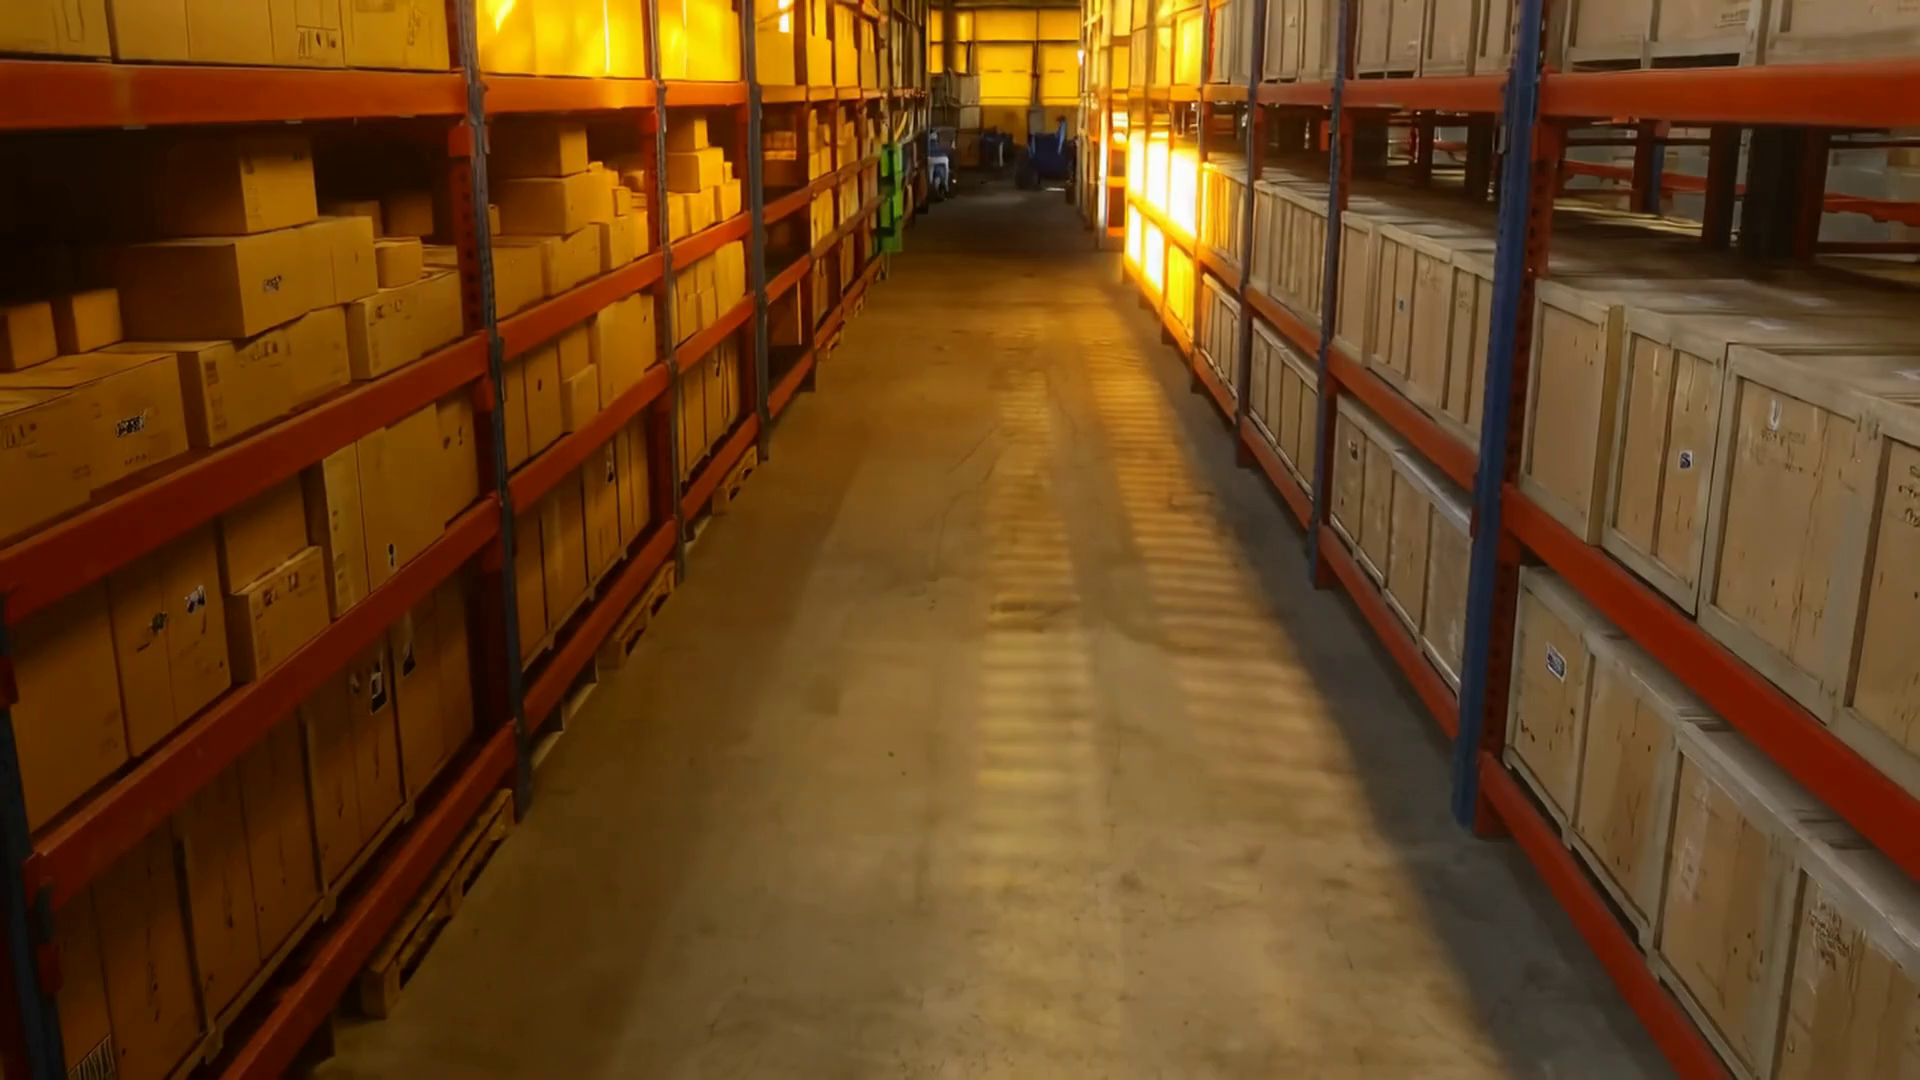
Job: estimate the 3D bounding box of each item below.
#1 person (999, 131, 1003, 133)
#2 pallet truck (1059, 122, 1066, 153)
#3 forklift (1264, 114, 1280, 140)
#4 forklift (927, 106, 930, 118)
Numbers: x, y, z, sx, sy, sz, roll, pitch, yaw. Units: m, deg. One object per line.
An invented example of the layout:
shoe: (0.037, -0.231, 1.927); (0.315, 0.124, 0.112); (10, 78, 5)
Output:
person: (2.028, -18.817, 80.080); (0.786, 1.665, 0.535); (8, 17, 27)
pallet truck: (5.788, -21.111, 88.014); (1.885, 1.965, 0.823); (5, 16, 18)
forklift: (11.017, -13.909, 59.544); (1.129, 2.768, 1.873); (0, 15, 2)
forklift: (-1.918, -21.452, 87.608); (1.129, 2.768, 1.873); (0, 15, 2)
